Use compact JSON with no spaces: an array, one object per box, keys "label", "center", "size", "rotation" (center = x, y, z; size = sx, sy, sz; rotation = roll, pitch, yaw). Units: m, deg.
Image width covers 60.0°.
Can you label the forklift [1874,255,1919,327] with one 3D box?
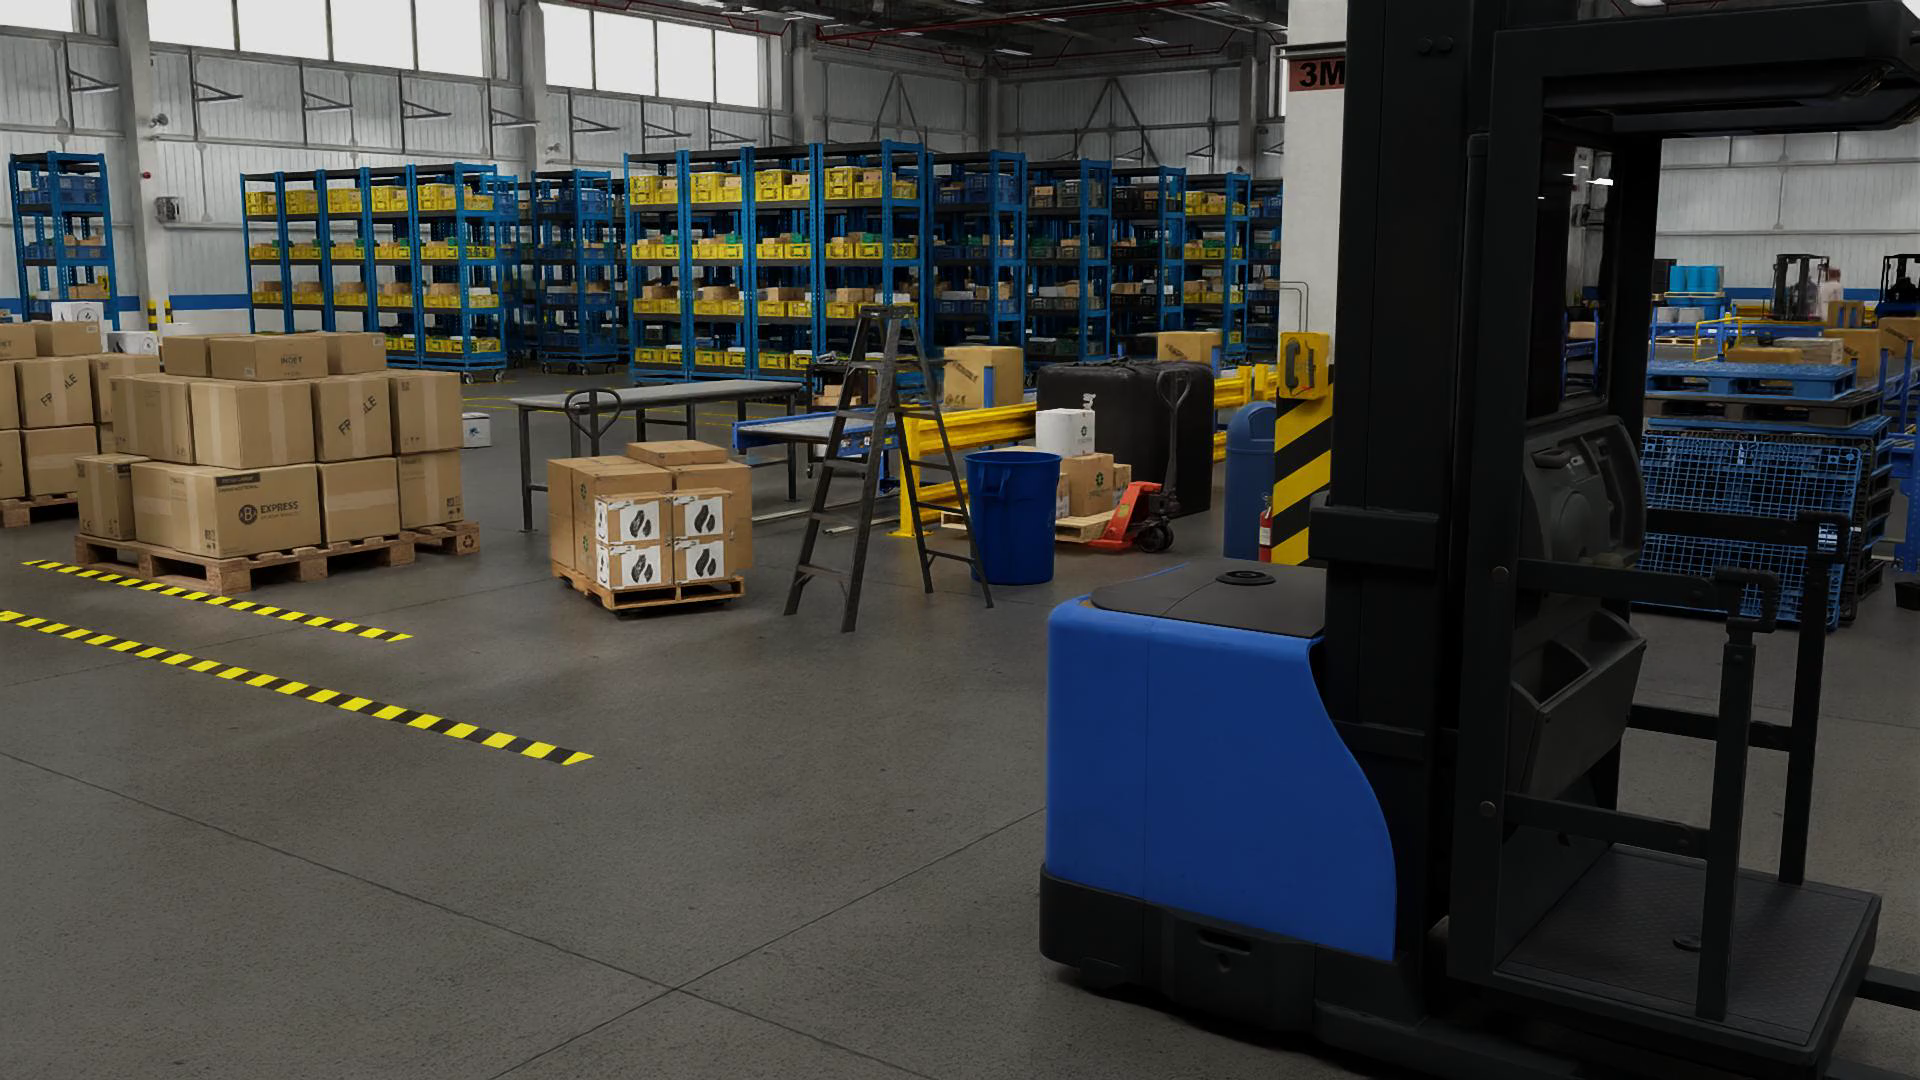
[{"label":"forklift","center":[22.089,-5.634,38.796],"size":[1.157,1.987,2.680],"rotation":[6,11,33]}]

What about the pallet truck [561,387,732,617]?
[{"label":"pallet truck","center":[-1.981,-0.274,10.088],"size":[0.680,1.201,1.601],"rotation":[-5,11,-28]}]

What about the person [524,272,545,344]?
[{"label":"person","center":[-9.793,-5.352,38.615],"size":[0.554,1.797,0.884],"rotation":[5,11,27]}]

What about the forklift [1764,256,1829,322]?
[{"label":"forklift","center":[20.253,-5.854,40.139],"size":[1.157,1.987,2.680],"rotation":[7,12,35]}]

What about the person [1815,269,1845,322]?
[{"label":"person","center":[18.189,-4.745,34.829],"size":[0.940,1.870,0.637],"rotation":[-1,10,-4]}]

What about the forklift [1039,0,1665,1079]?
[{"label":"forklift","center":[1.249,-0.137,4.360],"size":[1.873,2.768,1.129],"rotation":[7,12,35]}]

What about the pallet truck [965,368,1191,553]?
[{"label":"pallet truck","center":[0.845,-0.609,11.869],"size":[1.630,1.274,0.653],"rotation":[7,12,35]}]
